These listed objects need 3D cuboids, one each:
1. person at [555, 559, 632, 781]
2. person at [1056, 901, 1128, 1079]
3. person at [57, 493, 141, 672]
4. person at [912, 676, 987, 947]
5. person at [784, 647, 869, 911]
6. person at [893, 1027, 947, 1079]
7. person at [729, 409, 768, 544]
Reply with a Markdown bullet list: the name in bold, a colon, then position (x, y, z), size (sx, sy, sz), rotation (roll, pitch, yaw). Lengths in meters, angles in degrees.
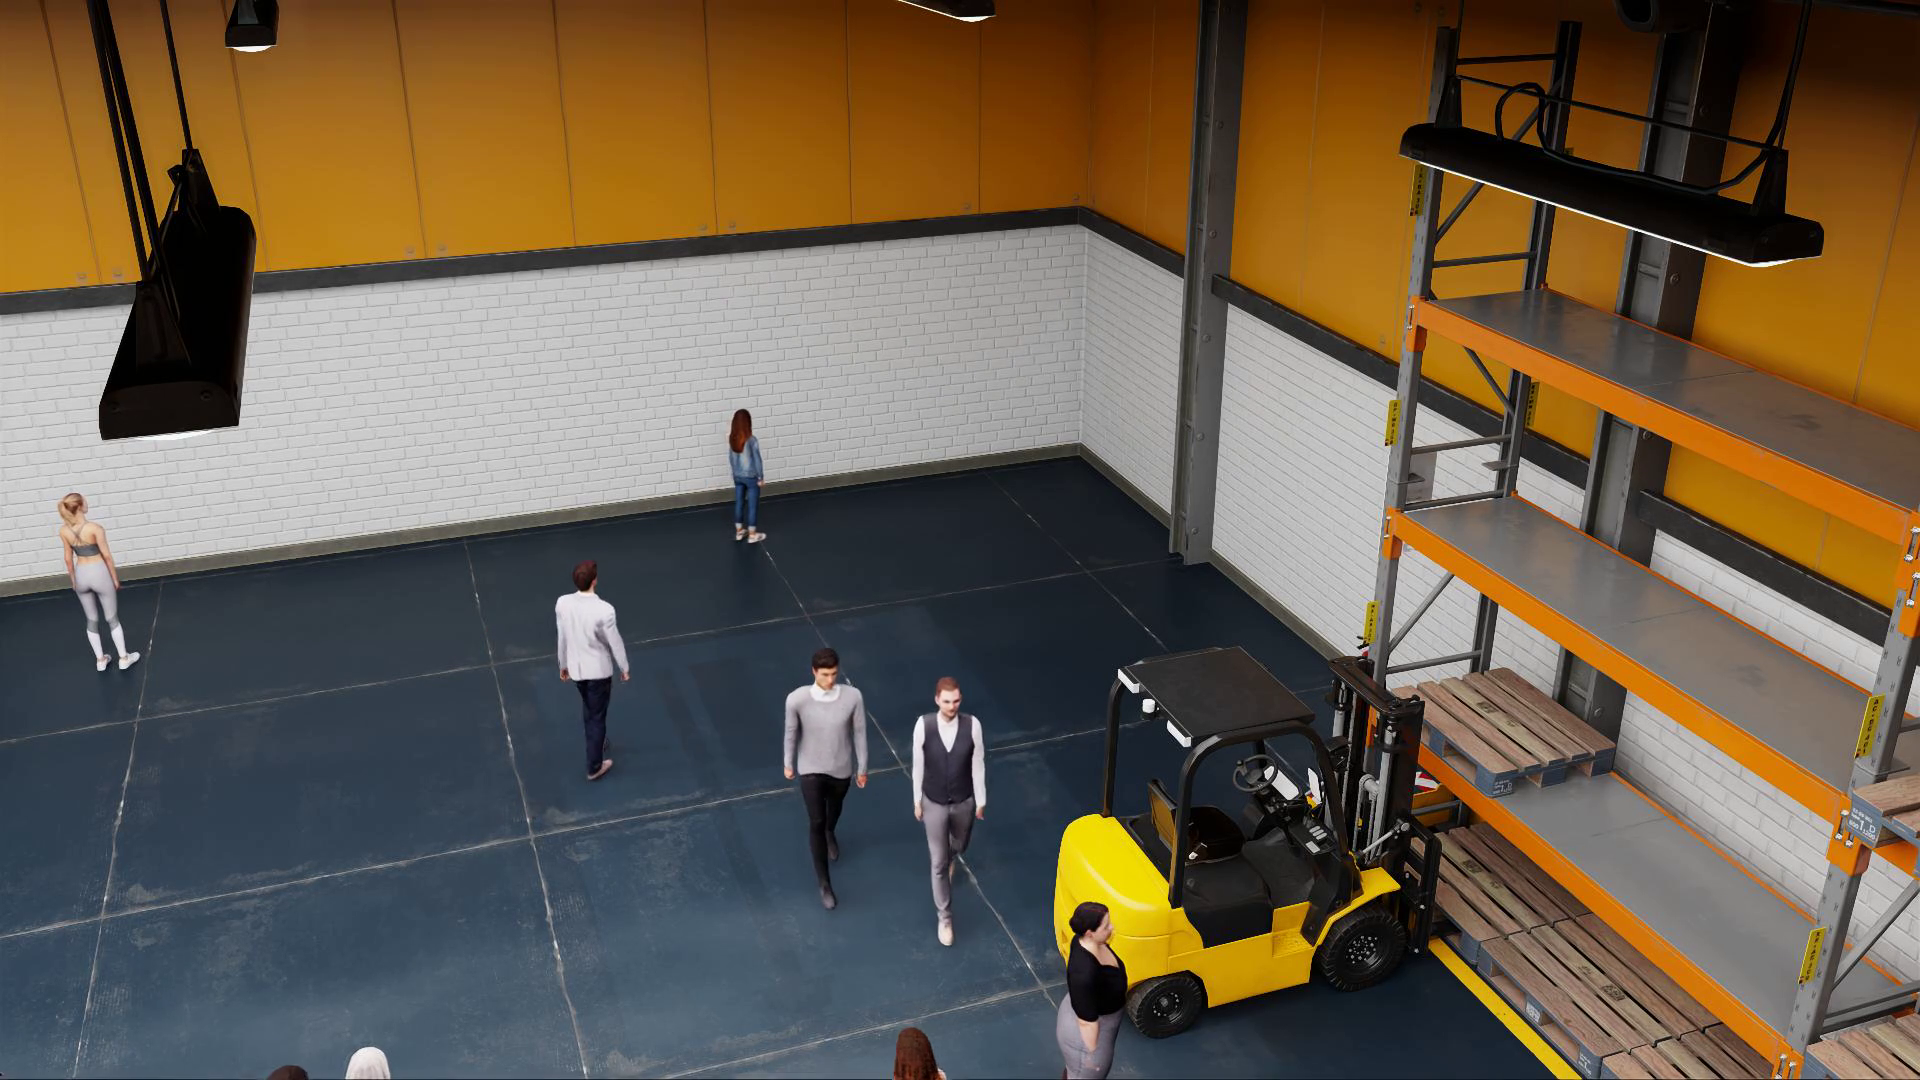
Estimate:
- **person**: position (-2.997, 1.068, 13.258), size (0.914, 1.830, 0.976), rotation (8, 25, 18)
- **person**: position (0.706, 2.787, 9.412), size (0.820, 1.760, 0.704), rotation (2, 24, 5)
- **person**: position (-7.815, 0.376, 14.996), size (0.616, 1.706, 0.605), rotation (-1, 24, -3)
- **person**: position (-0.087, 1.765, 11.572), size (0.856, 1.904, 1.242), rotation (-3, 24, -7)
- **person**: position (-0.976, 1.591, 12.013), size (0.815, 1.870, 1.255), rotation (-5, 24, -12)
- **person**: position (-0.198, 3.237, 8.741), size (0.595, 1.474, 0.701), rotation (-13, 27, -26)
- **person**: position (-2.286, -0.683, 17.707), size (0.605, 1.475, 0.693), rotation (15, 28, 30)
